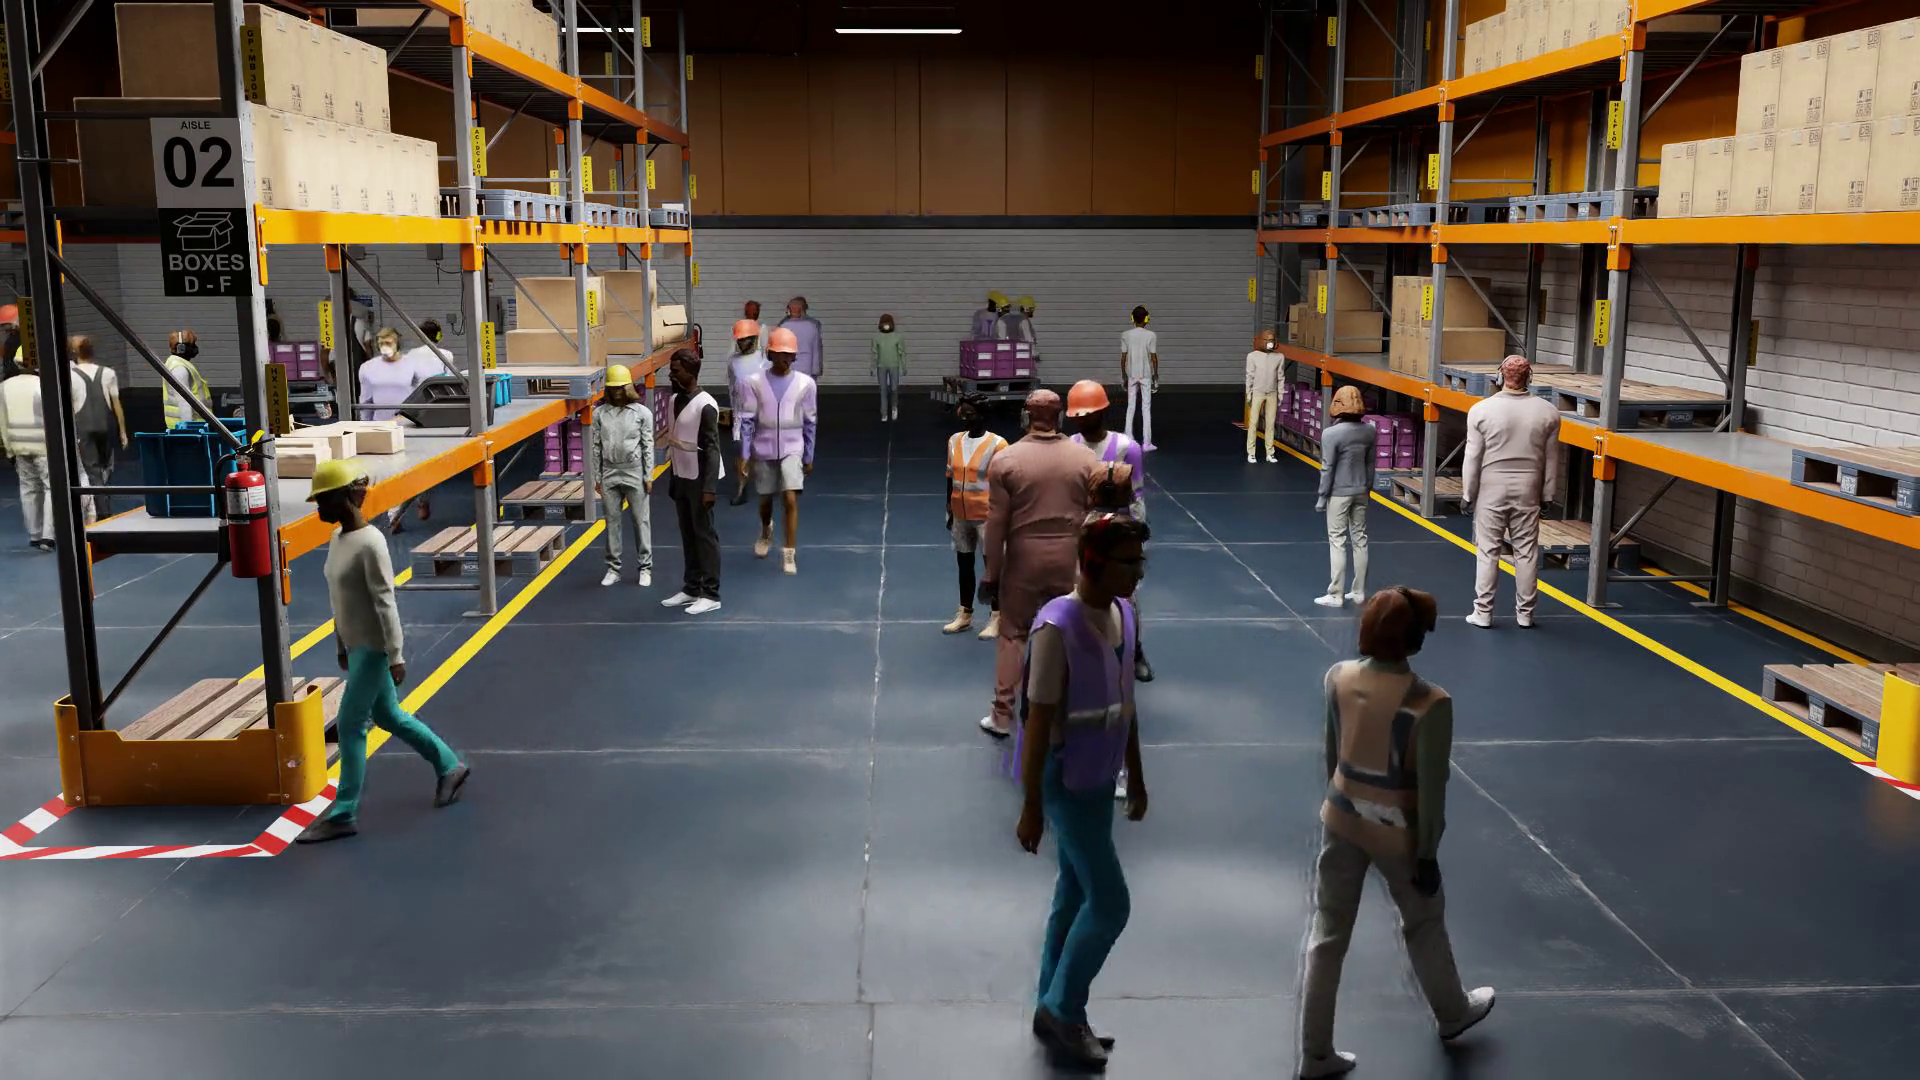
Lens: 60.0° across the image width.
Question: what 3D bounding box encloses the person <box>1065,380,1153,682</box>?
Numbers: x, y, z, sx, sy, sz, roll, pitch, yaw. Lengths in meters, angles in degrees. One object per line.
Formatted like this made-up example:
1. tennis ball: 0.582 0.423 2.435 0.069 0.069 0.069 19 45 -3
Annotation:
1. person: 0.877 -0.034 9.989 0.570 1.896 0.770 4 11 23

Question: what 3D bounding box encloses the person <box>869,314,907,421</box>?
1. person: -1.073 -2.565 24.824 0.566 1.610 0.456 0 10 0

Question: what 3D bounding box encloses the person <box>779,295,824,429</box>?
1. person: -2.275 -2.519 23.704 0.674 1.921 0.538 3 11 17

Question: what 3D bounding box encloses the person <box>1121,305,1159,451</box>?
1. person: 2.317 -2.076 21.379 0.513 1.875 0.328 5 11 24

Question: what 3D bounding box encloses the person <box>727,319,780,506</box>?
1. person: -2.128 -1.340 17.216 0.559 1.907 0.918 3 11 15

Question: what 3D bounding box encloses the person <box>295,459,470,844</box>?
1. person: -2.672 0.470 7.640 0.843 1.713 0.550 -8 13 -39

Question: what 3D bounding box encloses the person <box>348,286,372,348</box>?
1. person: -10.443 -3.397 28.596 0.656 1.926 0.398 -8 13 -37

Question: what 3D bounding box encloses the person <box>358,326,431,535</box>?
1. person: -5.195 -1.020 15.370 0.634 1.919 0.582 0 10 0

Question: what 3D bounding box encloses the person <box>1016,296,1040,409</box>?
1. person: 1.146 -3.005 26.750 0.810 1.795 0.593 0 10 0

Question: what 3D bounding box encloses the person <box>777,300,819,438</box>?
1. person: -2.210 -2.266 22.347 0.651 1.906 0.403 -8 13 -38

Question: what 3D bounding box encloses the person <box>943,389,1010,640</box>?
1. person: 0.113 -0.170 11.253 0.539 1.695 0.318 8 13 38

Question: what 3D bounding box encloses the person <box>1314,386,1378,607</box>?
1. person: 2.841 -0.319 12.258 0.497 1.633 0.285 -5 12 -28

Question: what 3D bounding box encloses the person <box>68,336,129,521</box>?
1. person: -8.180 -1.002 15.613 0.928 1.796 0.537 9 14 41

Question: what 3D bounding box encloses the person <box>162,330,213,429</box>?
1. person: -7.411 -1.094 16.000 0.429 1.844 0.623 -5 12 -28

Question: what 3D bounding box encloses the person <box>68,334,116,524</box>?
1. person: -8.261 -1.023 15.654 0.625 1.825 0.678 1 10 4

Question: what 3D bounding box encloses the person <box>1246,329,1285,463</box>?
1. person: 3.705 -1.744 20.223 0.497 1.629 0.277 -2 10 -10

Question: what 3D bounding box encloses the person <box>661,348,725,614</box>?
1. person: -1.929 -0.431 12.086 0.399 1.920 0.589 -7 13 -35

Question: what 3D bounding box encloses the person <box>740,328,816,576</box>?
1. person: -1.495 -0.754 13.701 0.639 2.008 0.920 -1 10 -5

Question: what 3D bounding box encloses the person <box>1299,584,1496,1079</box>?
1. person: 1.415 0.929 5.383 0.831 1.591 0.541 -8 13 -36

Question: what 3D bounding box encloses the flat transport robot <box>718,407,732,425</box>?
1. flat transport robot: -3.737 -1.849 24.579 1.431 0.197 0.652 5 11 24

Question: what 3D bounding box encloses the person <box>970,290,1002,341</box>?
1. person: 0.479 -3.140 27.269 0.628 1.888 0.517 0 10 2

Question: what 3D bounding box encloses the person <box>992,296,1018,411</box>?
1. person: 0.702 -2.965 26.457 0.404 1.828 0.592 4 11 23

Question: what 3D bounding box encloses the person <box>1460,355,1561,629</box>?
1. person: 3.797 -0.327 11.542 0.655 1.906 0.407 0 10 2

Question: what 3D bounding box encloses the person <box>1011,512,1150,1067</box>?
1. person: 0.434 0.811 5.433 0.515 1.818 0.585 6 12 29

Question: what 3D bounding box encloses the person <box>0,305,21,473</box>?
1. person: -10.869 -1.735 19.269 0.376 1.957 0.707 -2 10 -12

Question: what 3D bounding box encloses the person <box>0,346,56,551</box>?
1. person: -8.005 -0.806 14.441 0.603 1.834 0.403 1 10 7

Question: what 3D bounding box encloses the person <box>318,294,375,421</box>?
1. person: -8.298 -2.341 22.391 0.942 2.000 0.758 8 13 37

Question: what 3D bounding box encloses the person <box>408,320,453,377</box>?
1. person: -5.858 -1.536 18.537 0.542 1.828 0.990 1 10 5

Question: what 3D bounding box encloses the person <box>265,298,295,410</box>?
1. person: -10.666 -2.852 25.841 0.488 1.823 0.651 -5 11 -25

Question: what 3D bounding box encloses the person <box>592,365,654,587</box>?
1. person: -2.619 -0.494 12.946 0.485 1.739 0.314 1 10 4

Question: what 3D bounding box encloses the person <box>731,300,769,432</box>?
1. person: -2.932 -2.402 23.202 0.619 1.871 0.439 3 11 18

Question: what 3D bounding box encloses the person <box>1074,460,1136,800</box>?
1. person: 0.703 0.426 8.092 0.310 1.638 0.523 0 10 -1

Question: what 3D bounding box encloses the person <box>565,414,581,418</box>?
1. person: -6.087 -2.829 25.422 0.585 1.928 0.379 8 13 36

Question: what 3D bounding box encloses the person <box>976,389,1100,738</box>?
1. person: 0.434 0.134 9.077 0.693 1.889 0.423 -2 10 -11
